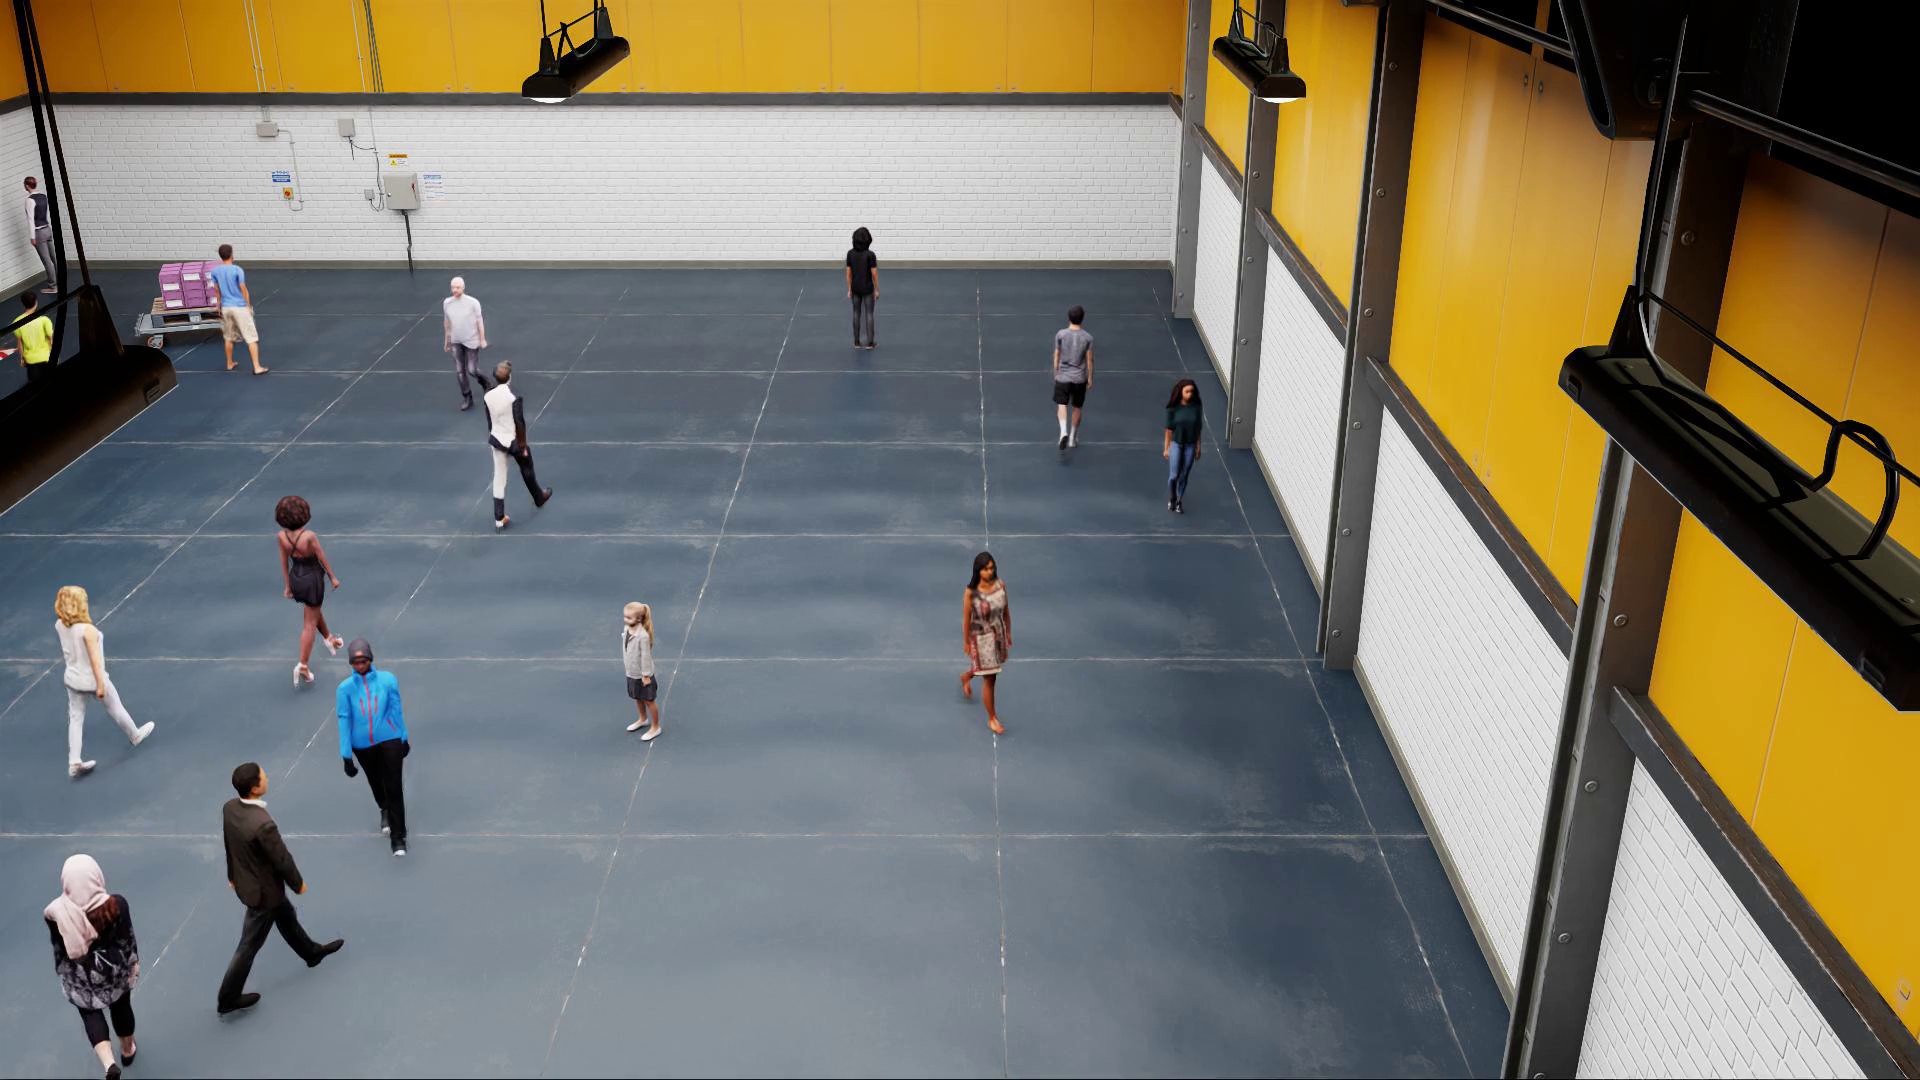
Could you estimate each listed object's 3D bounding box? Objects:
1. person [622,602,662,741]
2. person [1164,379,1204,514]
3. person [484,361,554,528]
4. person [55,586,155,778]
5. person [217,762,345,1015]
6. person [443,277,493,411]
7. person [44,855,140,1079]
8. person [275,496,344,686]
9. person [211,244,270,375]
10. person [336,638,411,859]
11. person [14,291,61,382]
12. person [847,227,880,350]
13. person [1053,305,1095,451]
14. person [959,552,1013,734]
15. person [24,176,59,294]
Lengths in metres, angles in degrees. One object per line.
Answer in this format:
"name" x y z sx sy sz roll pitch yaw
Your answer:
"person" -2.781 1.114 14.468 0.660 1.274 0.598 -20 31 -39
"person" 2.539 -1.102 19.124 0.624 1.605 0.637 -3 24 -7
"person" -5.118 -1.033 18.672 0.977 1.841 1.264 8 25 17
"person" -7.349 1.192 13.848 0.814 1.628 1.133 8 25 17
"person" -4.729 2.347 11.053 1.177 1.748 1.242 20 31 38
"person" -6.632 -2.687 22.488 0.790 1.815 0.856 6 24 14
"person" -5.373 2.714 10.373 0.861 1.621 0.990 -12 26 -26
"person" -6.038 0.493 15.303 0.760 1.742 1.156 6 24 14
"person" -10.440 -3.315 23.884 0.899 1.847 0.760 3 24 7
"person" -4.523 1.547 12.887 0.877 1.746 1.234 -7 25 -16
"person" -12.226 -2.429 22.052 0.788 1.691 0.931 -7 25 -17
"person" -1.469 -3.790 24.987 0.692 1.833 0.615 6 24 14
"person" 1.388 -2.002 20.871 0.738 1.854 0.923 3 24 8
"person" 0.197 0.833 14.675 0.982 1.623 1.136 -15 28 -30
"person" -15.429 -5.153 27.976 0.722 1.937 0.506 2 24 4
